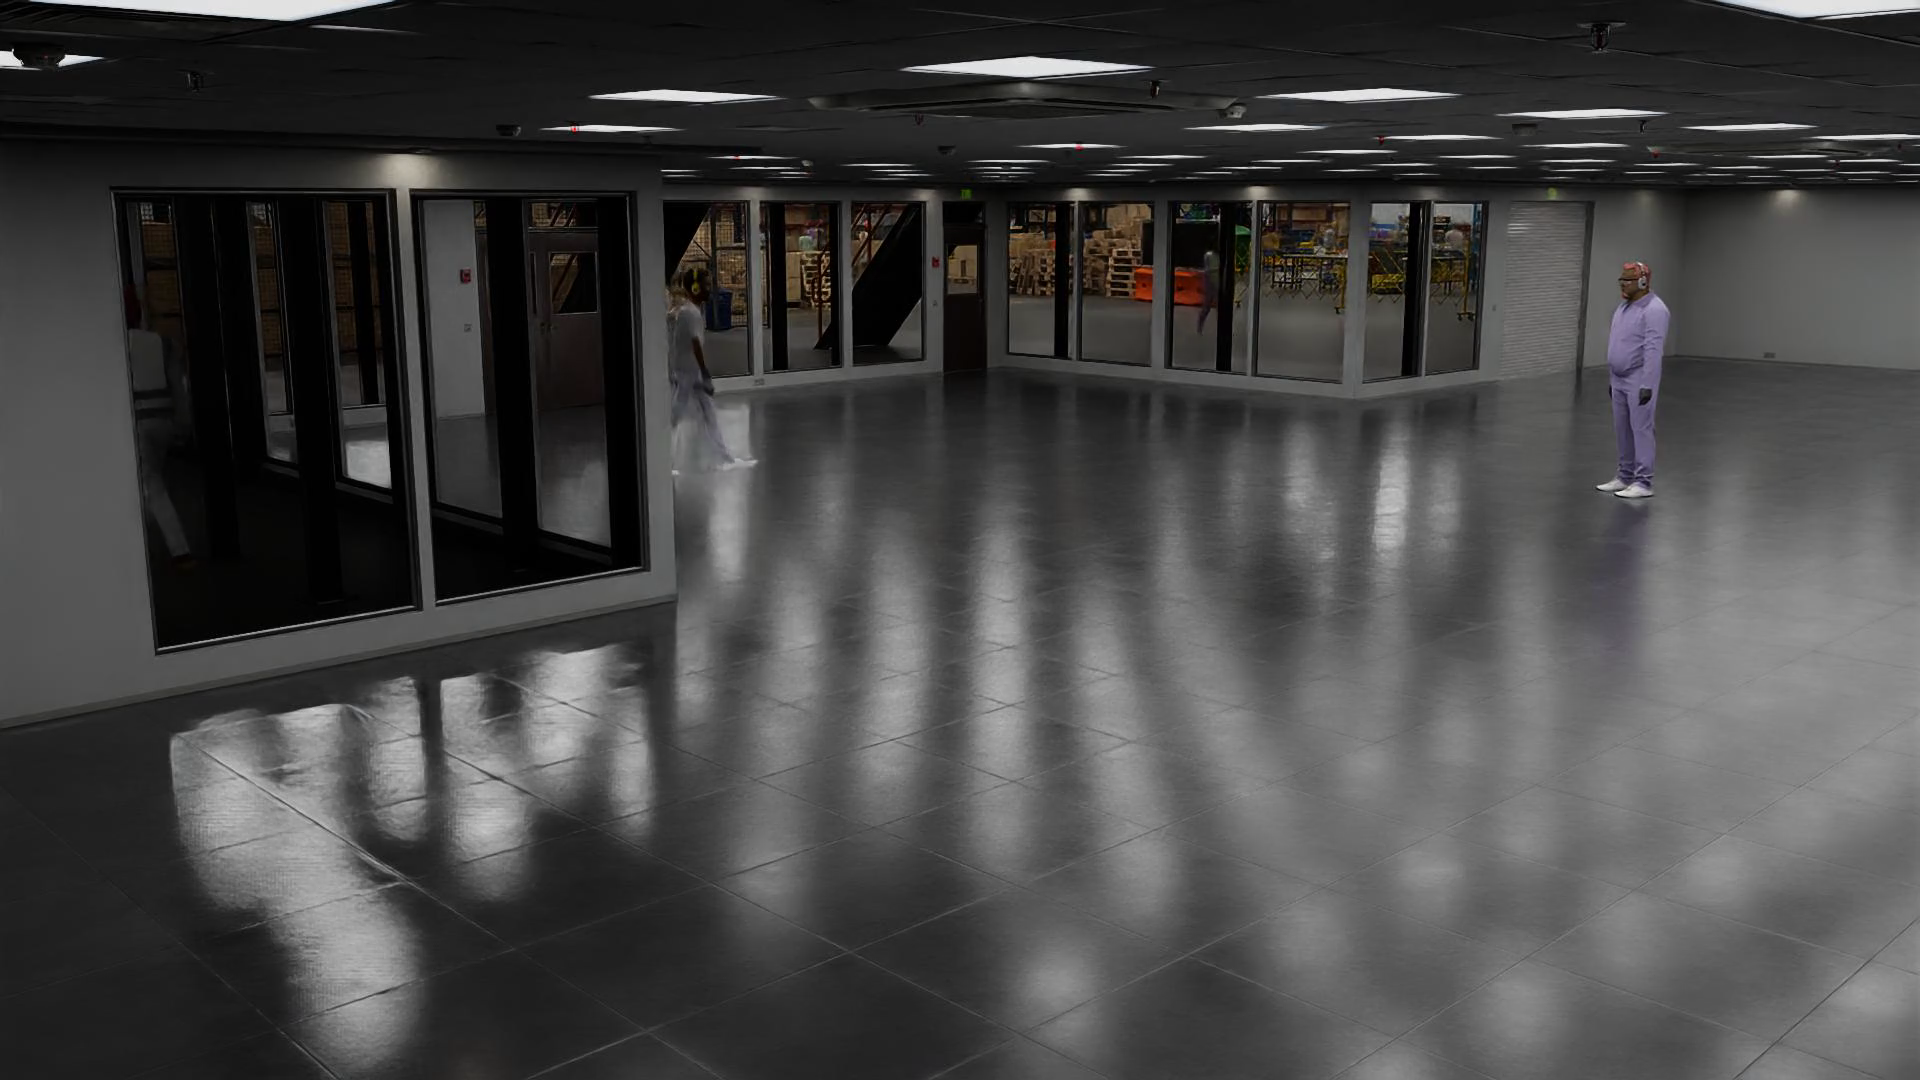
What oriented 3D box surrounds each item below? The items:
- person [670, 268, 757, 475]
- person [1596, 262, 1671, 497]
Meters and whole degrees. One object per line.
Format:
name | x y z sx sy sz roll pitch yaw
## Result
person | -2.320 -1.458 14.518 0.995 1.813 0.538 -2 11 -10
person | 5.442 -1.296 13.495 0.397 1.900 0.635 -2 11 -9
